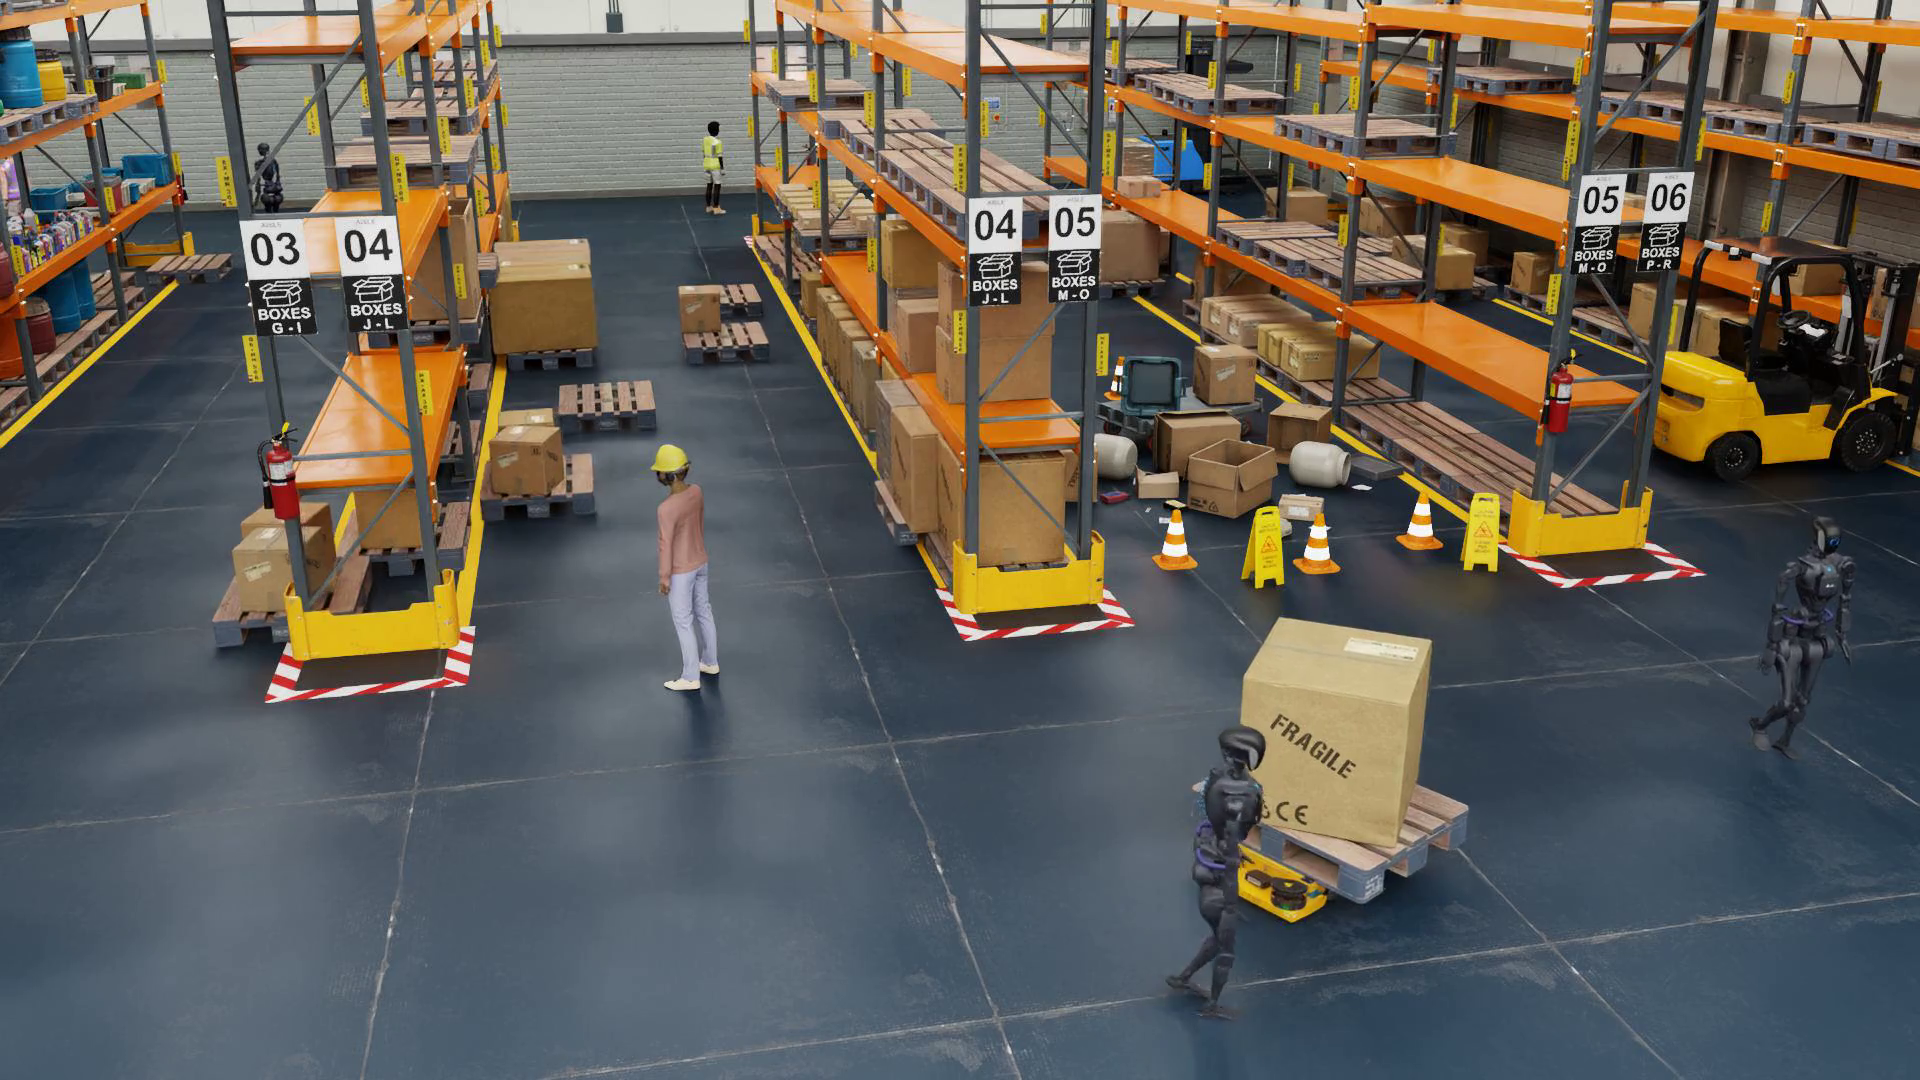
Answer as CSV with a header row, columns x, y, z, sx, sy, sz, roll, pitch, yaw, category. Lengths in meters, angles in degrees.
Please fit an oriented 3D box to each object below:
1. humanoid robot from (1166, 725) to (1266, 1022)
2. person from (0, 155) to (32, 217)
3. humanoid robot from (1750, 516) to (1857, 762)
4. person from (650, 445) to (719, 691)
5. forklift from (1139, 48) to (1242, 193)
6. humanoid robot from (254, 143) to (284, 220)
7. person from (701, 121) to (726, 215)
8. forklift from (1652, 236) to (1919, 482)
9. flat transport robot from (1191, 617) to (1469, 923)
x,y,z,sx,sy,sz,roll,pitch,yaw,category
1.241,1.583,7.952,0.378,1.639,0.617,6,21,14,humanoid robot
-15.371,-5.565,27.153,0.352,1.688,0.489,11,23,27,person
5.347,0.625,10.501,0.591,1.648,0.336,-4,21,-10,humanoid robot
-1.942,0.187,11.566,0.341,1.760,0.521,8,22,20,person
4.566,-8.313,32.860,1.873,2.768,1.129,-4,21,-12,forklift
-11.495,-5.790,27.779,0.422,1.647,0.589,7,21,18,humanoid robot
-4.529,-6.840,30.583,0.539,1.686,0.319,17,27,39,person
8.013,-1.814,16.330,2.313,2.155,1.214,-4,21,-12,forklift
2.099,1.740,9.519,1.431,0.231,0.659,-17,26,-39,flat transport robot
